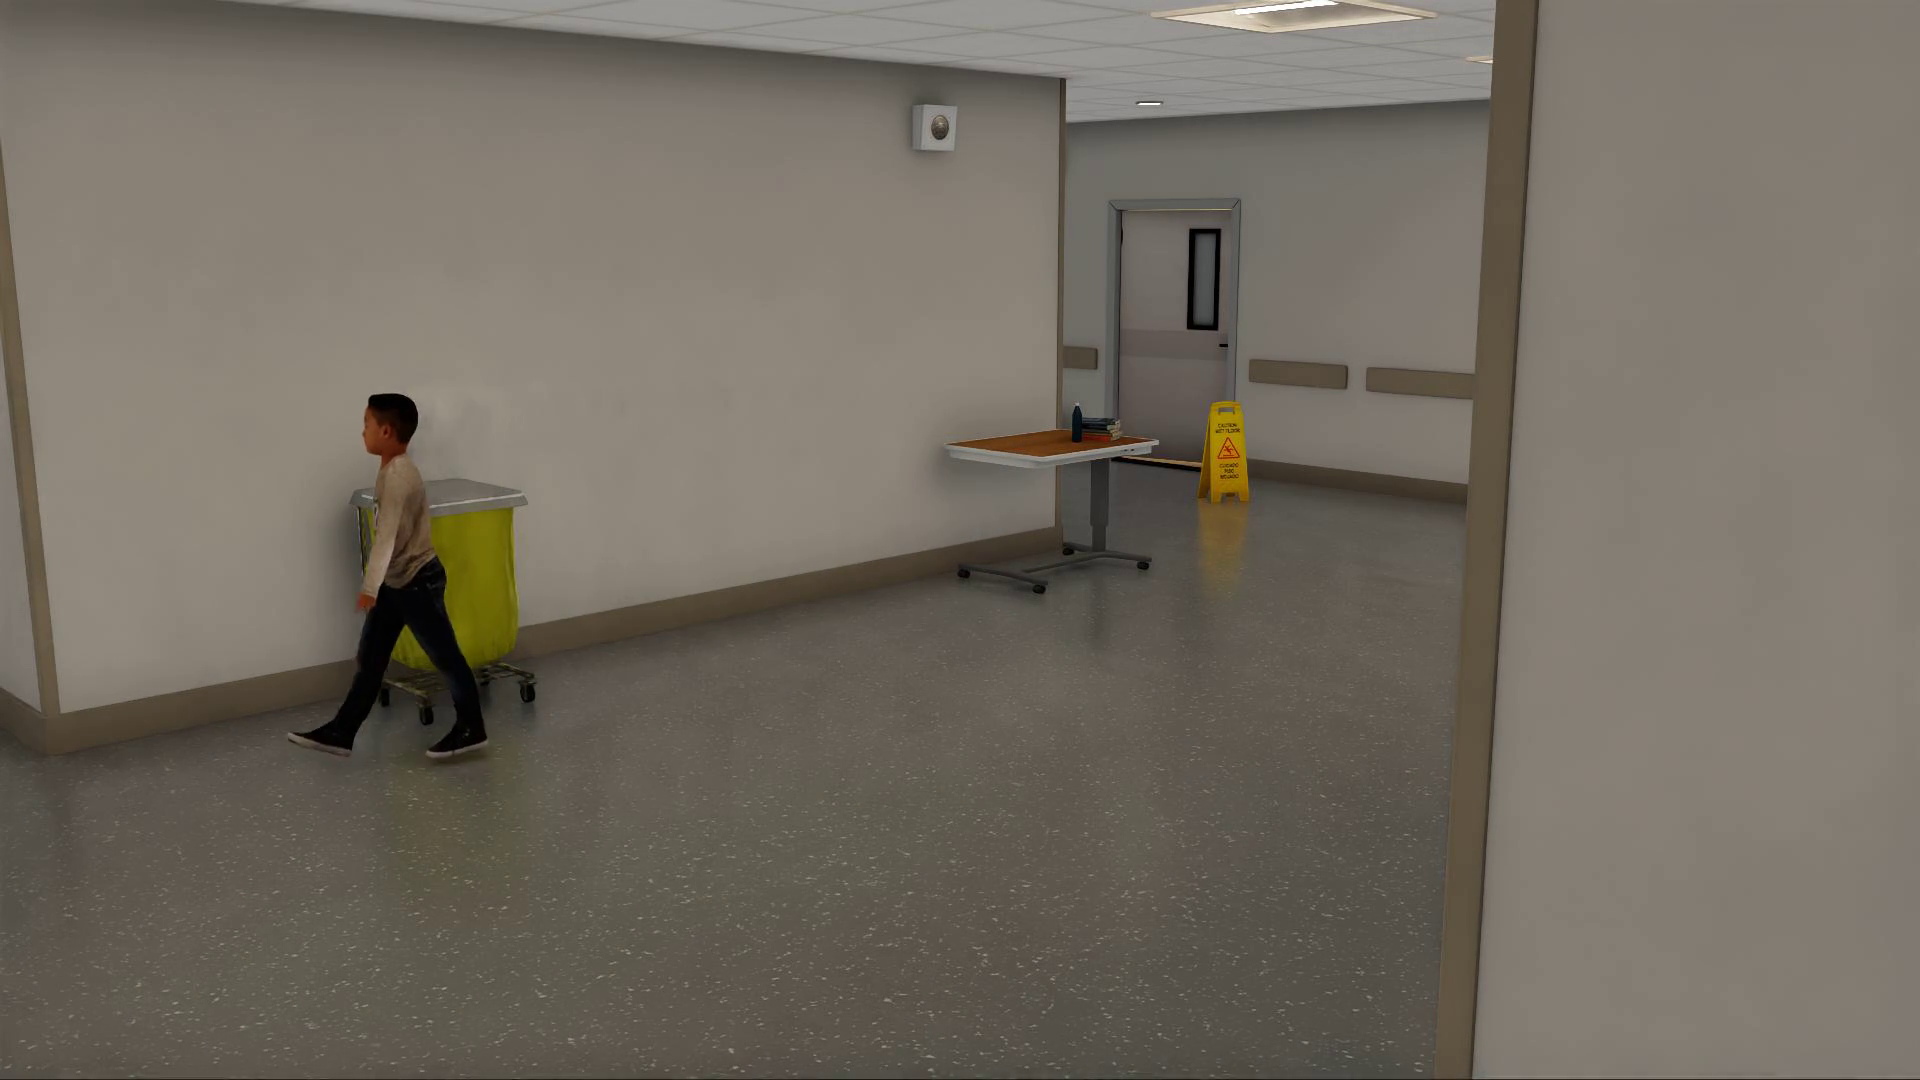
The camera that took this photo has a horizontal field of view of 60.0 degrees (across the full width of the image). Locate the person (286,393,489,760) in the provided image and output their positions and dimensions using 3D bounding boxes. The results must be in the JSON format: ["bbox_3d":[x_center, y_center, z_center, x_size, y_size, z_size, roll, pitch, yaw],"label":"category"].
[{"bbox_3d":[-2.070,0.168,6.491,0.781,1.434,0.956,-6,12,-30],"label":"person"}]
